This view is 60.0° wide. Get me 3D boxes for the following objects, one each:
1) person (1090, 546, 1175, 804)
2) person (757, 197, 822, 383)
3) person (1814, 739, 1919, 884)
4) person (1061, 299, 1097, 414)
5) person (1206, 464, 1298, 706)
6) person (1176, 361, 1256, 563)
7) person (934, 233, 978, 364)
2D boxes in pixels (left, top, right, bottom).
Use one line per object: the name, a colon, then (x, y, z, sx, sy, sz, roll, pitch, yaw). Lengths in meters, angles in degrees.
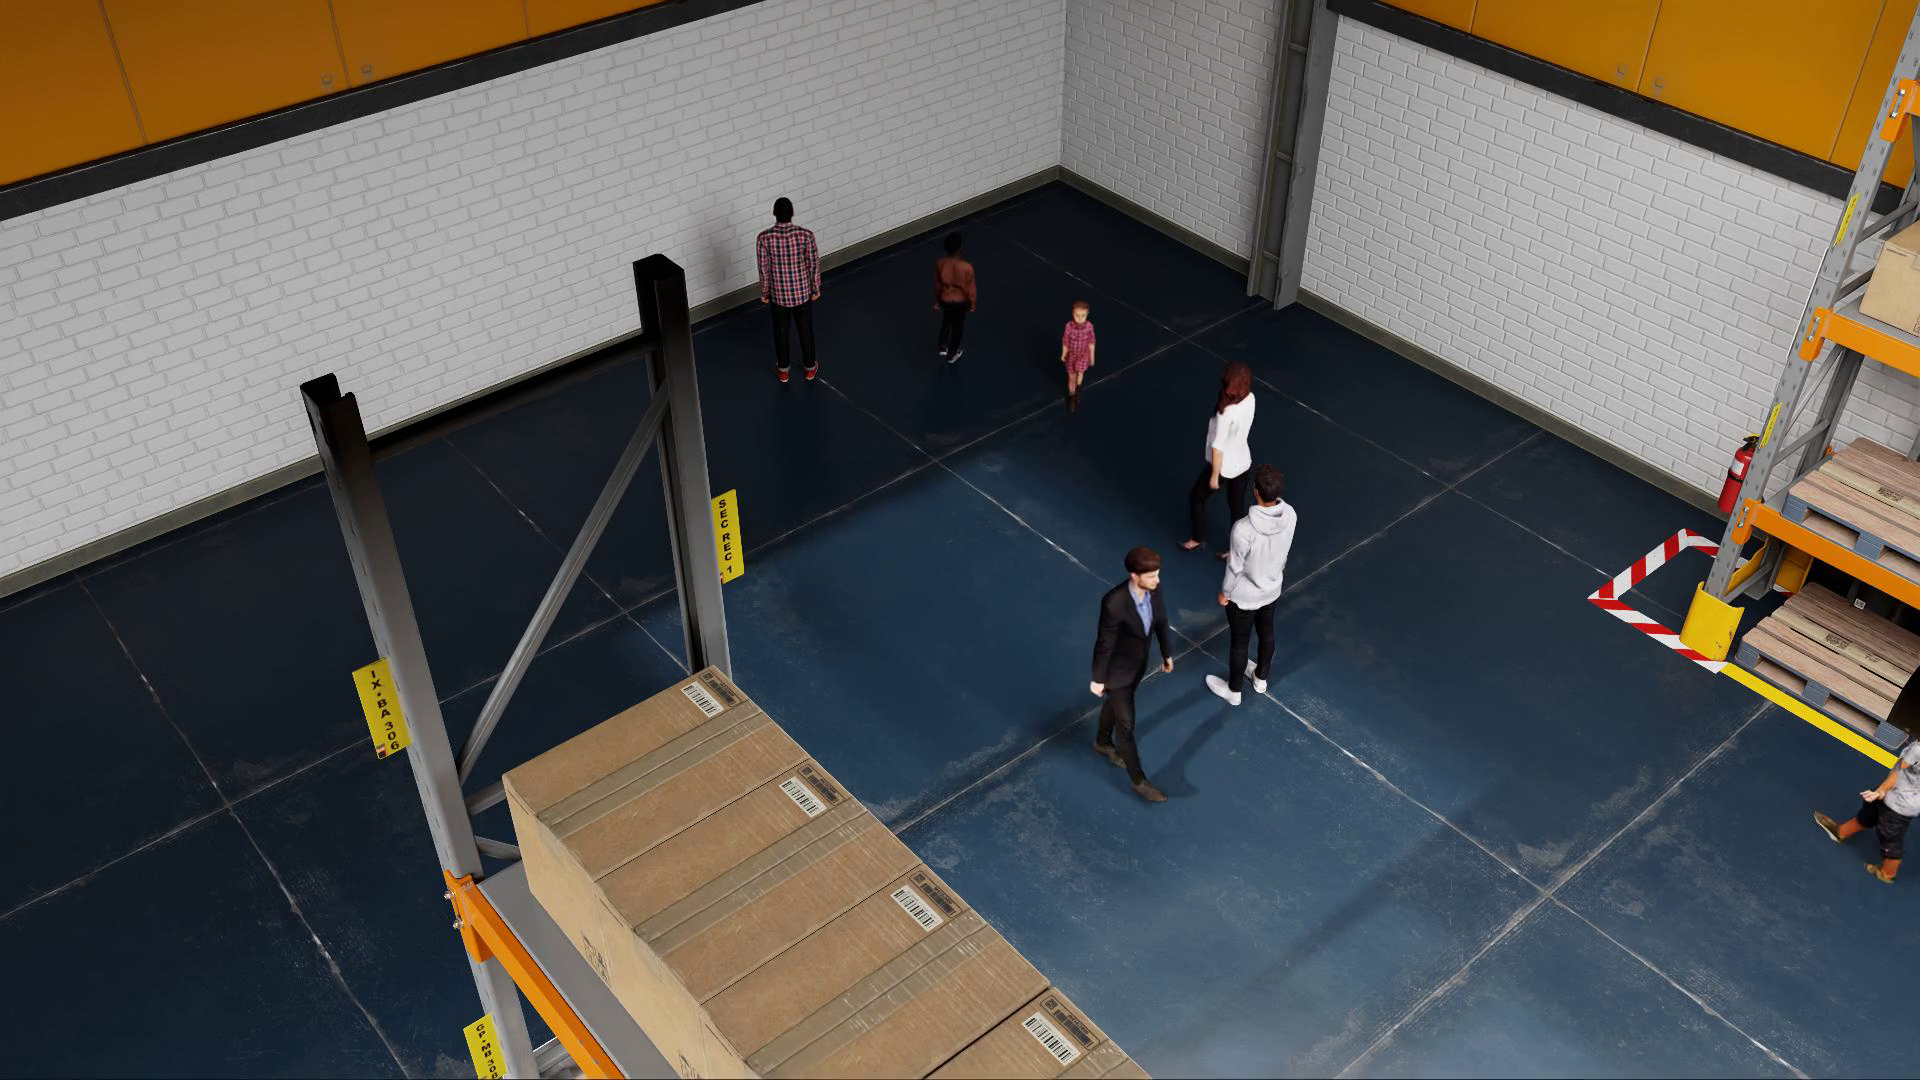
person: (1.002, 0.756, 10.642, 0.981, 1.867, 0.794, 31, 48, 33)
person: (-1.471, -2.168, 14.386, 0.785, 1.761, 0.788, -6, 39, -8)
person: (5.767, 1.519, 10.025, 0.601, 1.443, 0.816, -26, 45, -29)
person: (1.021, -1.646, 14.333, 0.600, 1.013, 0.668, 0, 39, 0)
person: (1.989, 0.305, 11.155, 0.716, 1.930, 0.642, -21, 43, -24)
person: (2.057, -0.494, 12.277, 0.782, 1.779, 0.678, 29, 47, 31)
person: (-0.083, -2.111, 14.728, 0.564, 1.247, 0.667, 16, 41, 19)
